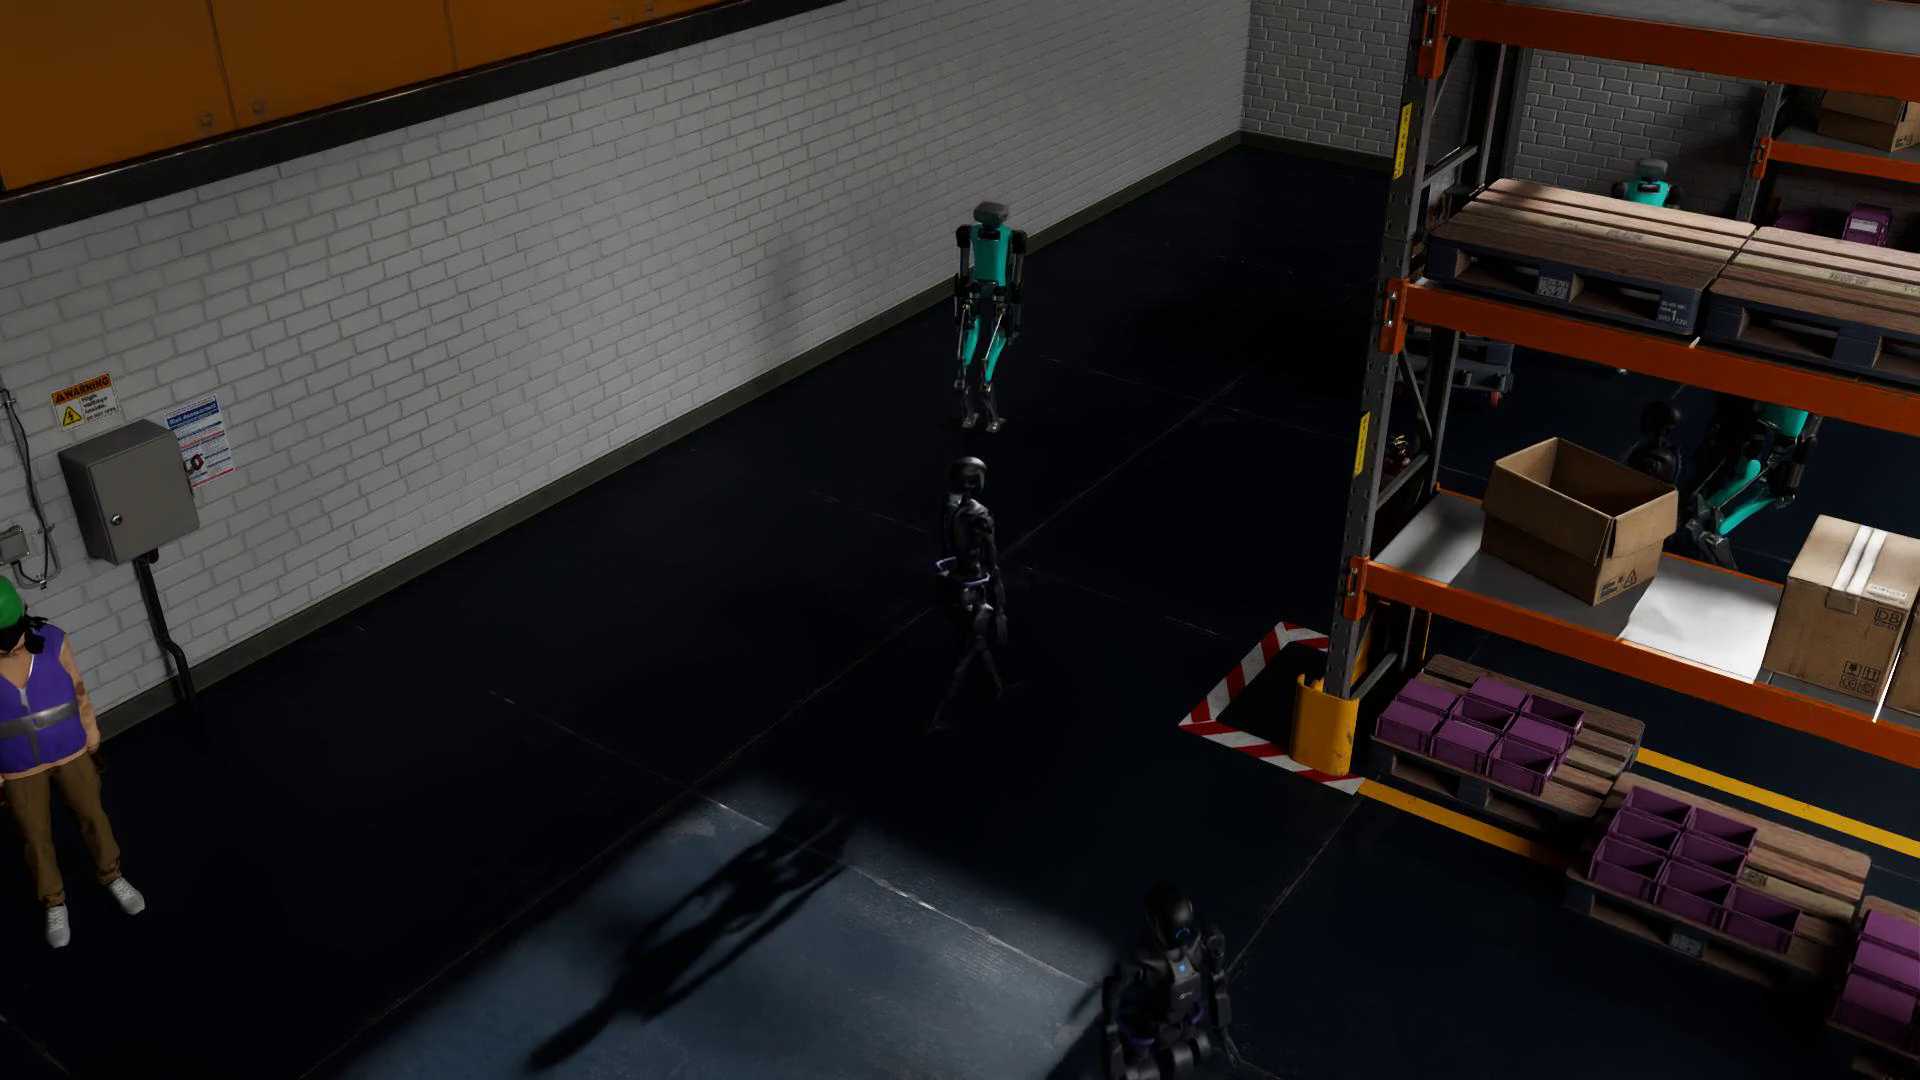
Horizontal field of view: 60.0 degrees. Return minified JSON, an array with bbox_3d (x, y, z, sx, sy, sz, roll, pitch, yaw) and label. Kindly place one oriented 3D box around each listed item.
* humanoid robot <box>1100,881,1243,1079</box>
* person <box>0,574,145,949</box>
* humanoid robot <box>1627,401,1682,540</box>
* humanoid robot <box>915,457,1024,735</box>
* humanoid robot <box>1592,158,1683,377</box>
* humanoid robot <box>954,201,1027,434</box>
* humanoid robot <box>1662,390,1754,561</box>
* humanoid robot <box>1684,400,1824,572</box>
[{"bbox_3d":[0.803,1.941,6.268,0.607,1.646,0.545,-15,33,-24],"label":"humanoid robot"},{"bbox_3d":[-4.248,0.983,7.672,0.530,1.930,0.409,-23,37,-34],"label":"person"},{"bbox_3d":[3.986,-0.037,9.755,0.793,1.628,0.611,16,33,25],"label":"humanoid robot"},{"bbox_3d":[0.069,0.291,9.171,0.788,1.621,0.584,-18,35,-28],"label":"humanoid robot"},{"bbox_3d":[5.329,-2.029,13.147,0.538,1.837,0.759,7,31,12],"label":"humanoid robot"},{"bbox_3d":[0.158,-1.575,12.206,0.533,1.696,0.727,8,31,14],"label":"humanoid robot"},{"bbox_3d":[4.808,-0.529,10.543,0.365,1.653,0.589,5,30,8],"label":"humanoid robot"},{"bbox_3d":[4.798,-0.437,10.194,0.735,1.677,0.533,-10,31,-17],"label":"humanoid robot"}]
